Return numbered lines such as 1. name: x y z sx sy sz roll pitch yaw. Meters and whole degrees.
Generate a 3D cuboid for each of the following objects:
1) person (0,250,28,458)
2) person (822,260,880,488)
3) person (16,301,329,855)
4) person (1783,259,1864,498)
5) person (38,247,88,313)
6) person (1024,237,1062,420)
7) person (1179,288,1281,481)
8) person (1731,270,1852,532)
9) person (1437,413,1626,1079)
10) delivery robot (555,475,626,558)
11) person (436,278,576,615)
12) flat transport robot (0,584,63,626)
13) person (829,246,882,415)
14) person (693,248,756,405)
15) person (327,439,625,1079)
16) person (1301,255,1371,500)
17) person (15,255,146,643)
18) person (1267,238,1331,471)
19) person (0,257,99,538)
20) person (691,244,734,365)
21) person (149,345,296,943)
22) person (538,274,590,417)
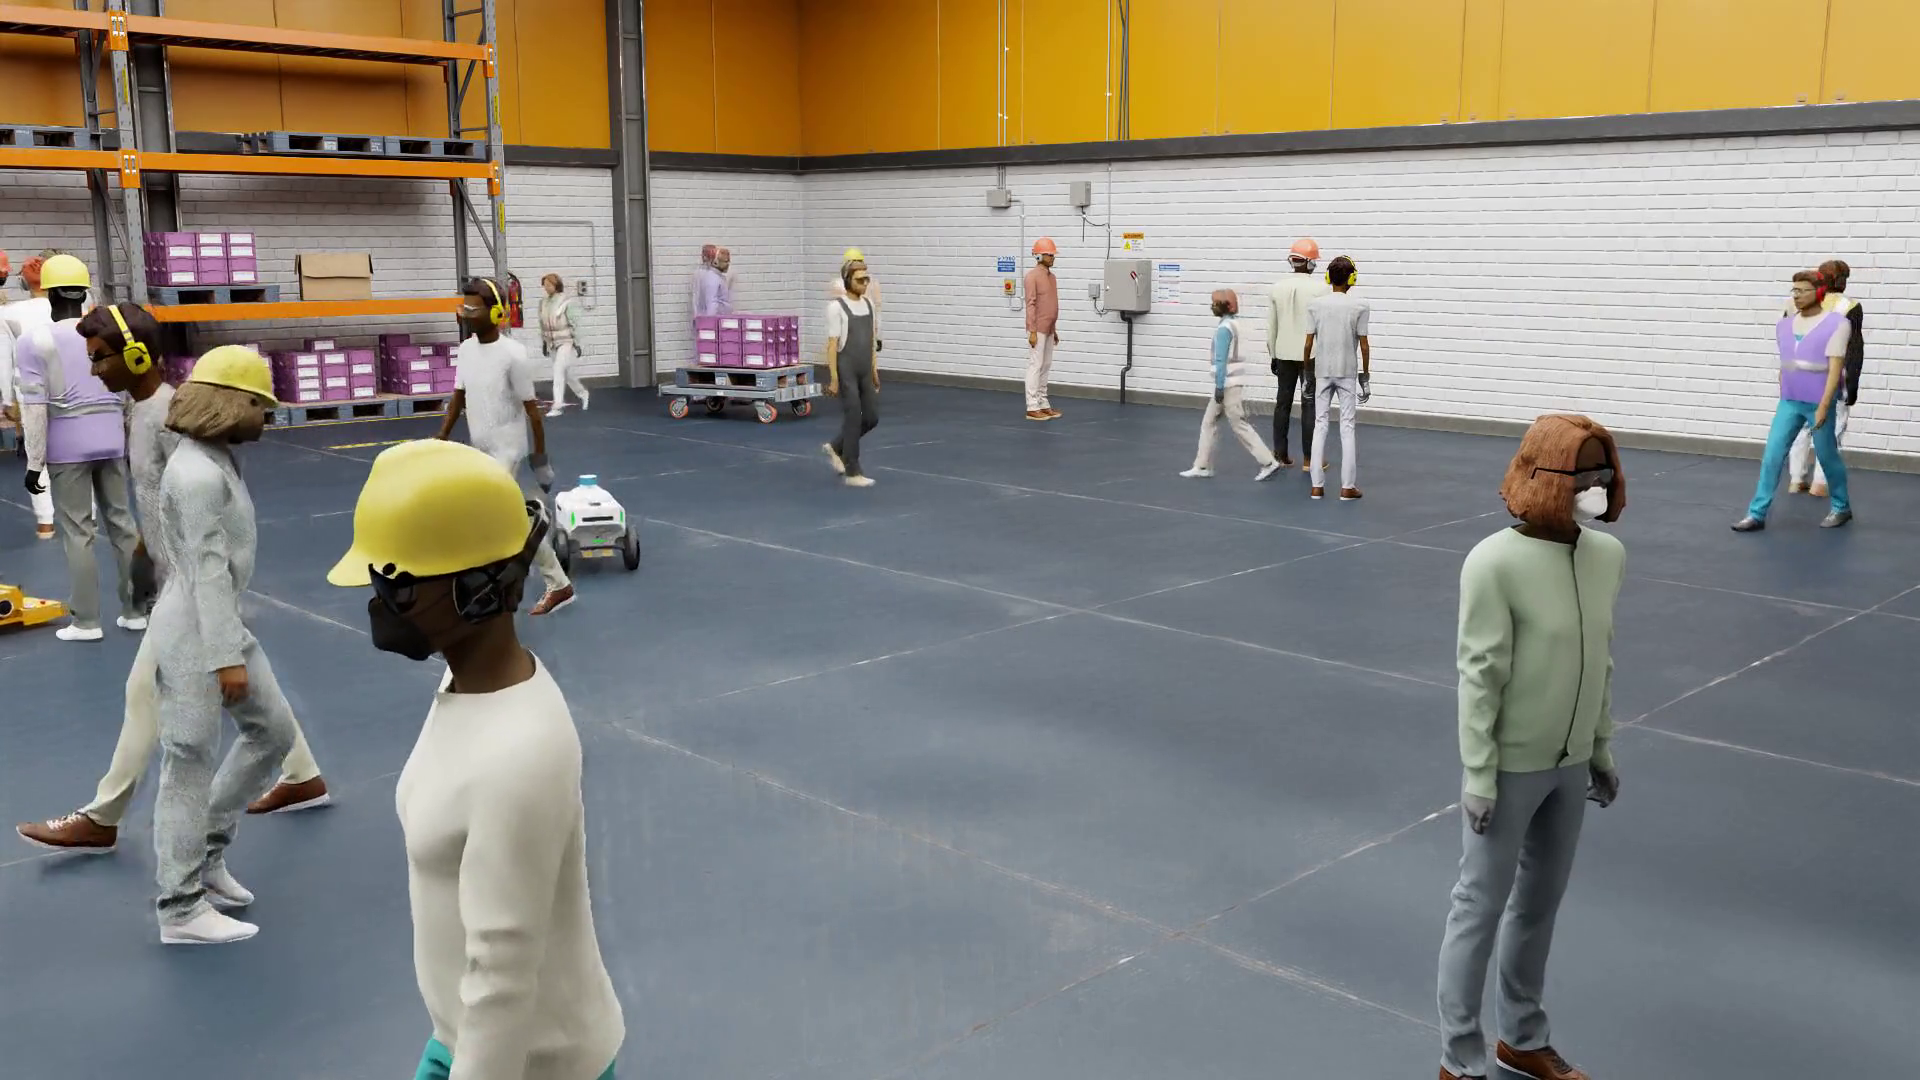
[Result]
1. person: -8.591 -1.638 14.888 0.607 1.888 0.854 8 13 36
2. person: -0.898 -1.345 13.461 0.531 1.829 0.531 8 13 37
3. person: -2.631 0.122 5.516 0.996 1.806 0.632 -6 12 -29
4. person: 6.700 -1.250 12.919 0.429 1.845 0.639 -6 12 -30
5. person: -7.774 -1.588 14.538 0.642 1.917 0.559 8 13 36
6. person: 0.914 -2.323 18.336 0.381 1.994 0.617 5 12 27
7. person: 2.265 -1.279 13.735 0.826 1.601 0.520 3 11 16
8. person: 5.813 -0.944 11.381 0.983 1.798 0.580 -5 12 -25
9. person: 1.324 0.521 3.810 0.499 1.634 0.285 -6 12 -30
10. delivery robot: -2.269 -0.155 10.188 0.477 0.478 0.707 -4 11 -20
11. person: -2.367 -0.437 8.563 0.503 1.818 1.006 10 14 42
12. flat transport robot: -5.316 0.395 8.217 0.652 0.197 1.431 6 12 28
13. person: -1.153 -2.320 18.568 0.603 1.900 0.634 -2 11 -12
14. person: -2.823 -2.535 19.839 0.851 1.864 0.683 -3 11 -16
15. person: -0.735 0.734 2.299 0.593 1.748 0.554 -5 11 -24
16. person: 2.886 -1.238 12.765 0.535 1.868 0.309 5 11 23
17. person: -4.386 -0.450 8.311 0.383 1.924 0.594 7 12 33
18. person: 2.943 -1.596 14.366 0.609 1.996 0.379 8 13 38
19. person: -6.108 -0.950 11.168 0.583 1.882 0.400 -5 12 -27
20. person: -3.385 -3.057 22.614 0.660 1.904 0.436 -8 13 -37
21. person: -2.150 0.305 4.796 0.442 1.704 0.586 -2 11 -13
22. person: -4.464 -2.214 18.828 0.535 1.604 0.776 6 12 31
